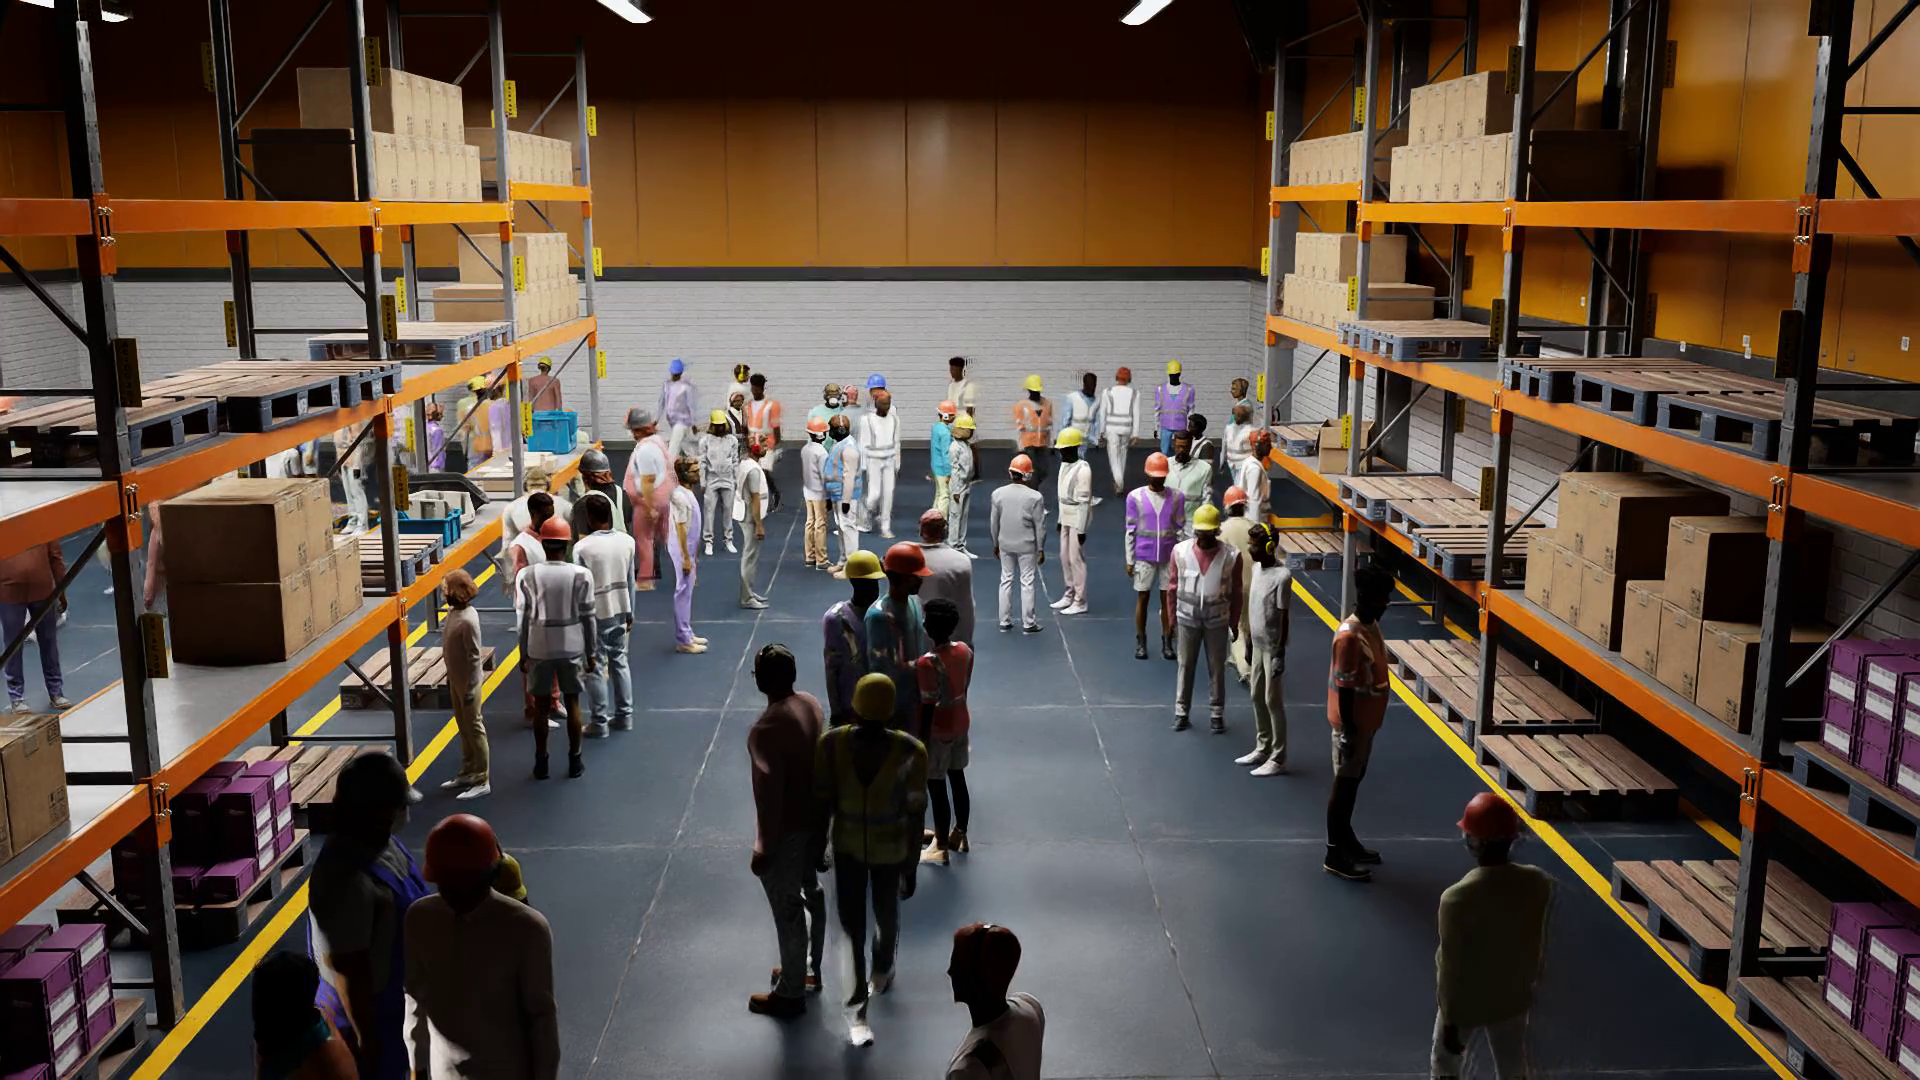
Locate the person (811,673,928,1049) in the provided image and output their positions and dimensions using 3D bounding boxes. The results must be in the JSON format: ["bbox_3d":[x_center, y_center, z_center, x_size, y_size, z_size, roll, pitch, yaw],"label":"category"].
[{"bbox_3d":[-0.456,1.537,8.360,0.596,1.872,0.937,1,11,3],"label":"person"}]

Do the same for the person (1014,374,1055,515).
[{"bbox_3d":[1.026,-1.308,22.564,0.628,1.895,0.587,-6,13,-26],"label":"person"}]

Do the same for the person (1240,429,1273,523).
[{"bbox_3d":[3.018,-0.205,17.064,0.349,1.881,0.578,1,11,6],"label":"person"}]

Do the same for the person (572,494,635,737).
[{"bbox_3d":[-2.772,0.589,13.025,0.401,1.908,0.598,8,14,34],"label":"person"}]

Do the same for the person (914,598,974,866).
[{"bbox_3d":[-0.115,1.199,10.487,0.316,1.695,0.542,7,13,31],"label":"person"}]

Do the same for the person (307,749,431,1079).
[{"bbox_3d":[-2.286,1.797,6.621,0.535,2.000,0.685,-2,11,-11],"label":"person"}]

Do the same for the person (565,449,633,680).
[{"bbox_3d":[-3.202,0.206,14.599,0.536,2.000,0.676,5,12,22],"label":"person"}]

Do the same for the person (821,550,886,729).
[{"bbox_3d":[-0.633,1.013,10.832,0.355,1.930,0.587,10,15,41],"label":"person"}]

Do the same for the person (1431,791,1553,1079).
[{"bbox_3d":[2.226,1.897,6.912,0.569,1.725,0.810,-4,12,-20],"label":"person"}]

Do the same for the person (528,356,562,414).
[{"bbox_3d":[-6.666,-2.078,26.780,0.533,1.757,0.336,0,11,-2],"label":"person"}]

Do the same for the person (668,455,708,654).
[{"bbox_3d":[-2.538,0.129,15.476,0.347,1.847,0.505,-1,11,-3],"label":"person"}]

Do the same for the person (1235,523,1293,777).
[{"bbox_3d":[2.226,0.792,12.143,0.341,1.856,0.523,-4,12,-19],"label":"person"}]

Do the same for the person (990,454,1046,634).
[{"bbox_3d":[0.579,0.038,16.161,0.575,1.749,0.335,6,13,26],"label":"person"}]

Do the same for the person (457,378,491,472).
[{"bbox_3d":[-6.865,-1.468,23.690,0.535,1.766,0.317,-2,11,-9],"label":"person"}]

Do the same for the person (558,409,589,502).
[{"bbox_3d":[-4.860,-0.816,20.771,0.512,1.626,0.279,-6,13,-28],"label":"person"}]

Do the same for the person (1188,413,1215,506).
[{"bbox_3d":[2.868,-0.682,19.944,0.323,1.688,0.537,-4,12,-19],"label":"person"}]

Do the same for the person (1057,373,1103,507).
[{"bbox_3d":[1.712,-1.380,23.037,0.664,1.847,0.993,-9,15,-39],"label":"person"}]

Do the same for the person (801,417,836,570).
[{"bbox_3d":[-1.610,-0.535,19.028,0.321,1.755,0.563,-7,13,-31],"label":"person"}]

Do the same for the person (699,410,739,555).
[{"bbox_3d":[-2.863,-0.691,19.847,0.491,1.743,0.324,-5,12,-23],"label":"person"}]

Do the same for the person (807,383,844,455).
[{"bbox_3d":[-1.618,-1.040,21.134,0.629,1.931,0.376,-2,12,-12],"label":"person"}]

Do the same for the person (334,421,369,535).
[{"bbox_3d":[-7.663,-0.983,20.855,0.383,1.923,0.589,-10,15,-40],"label":"person"}]

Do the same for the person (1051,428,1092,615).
[{"bbox_3d":[1.138,-0.195,16.926,0.403,1.916,0.594,-4,12,-17],"label":"person"}]

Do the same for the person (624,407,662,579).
[{"bbox_3d":[-3.521,-0.521,18.520,0.385,1.932,0.543,-3,12,-13],"label":"person"}]

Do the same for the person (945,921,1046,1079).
[{"bbox_3d":[0.083,2.125,5.377,0.355,1.882,0.576,4,12,19],"label":"person"}]

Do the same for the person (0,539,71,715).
[{"bbox_3d":[-7.612,0.445,13.552,0.614,1.987,0.408,-10,15,-42],"label":"person"}]

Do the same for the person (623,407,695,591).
[{"bbox_3d":[-3.282,-0.465,17.965,0.706,2.000,0.705,1,11,7],"label":"person"}]

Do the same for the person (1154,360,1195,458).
[{"bbox_3d":[3.113,-1.658,24.233,0.594,1.924,0.383,3,12,14],"label":"person"}]

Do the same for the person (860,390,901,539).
[{"bbox_3d":[-1.003,-0.954,20.832,0.589,1.871,0.474,-7,13,-31],"label":"person"}]

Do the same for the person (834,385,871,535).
[{"bbox_3d":[-1.381,-1.005,21.009,0.403,1.906,0.652,9,14,38],"label":"person"}]

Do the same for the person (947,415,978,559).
[{"bbox_3d":[0.038,-0.597,19.405,0.319,1.737,0.483,4,12,20],"label":"person"}]

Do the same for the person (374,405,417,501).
[{"bbox_3d":[-7.988,-1.373,23.665,0.519,1.605,0.833,7,13,33],"label":"person"}]

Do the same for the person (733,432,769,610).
[{"bbox_3d":[-2.152,-0.201,17.174,0.394,1.835,0.562,-2,11,-10],"label":"person"}]
